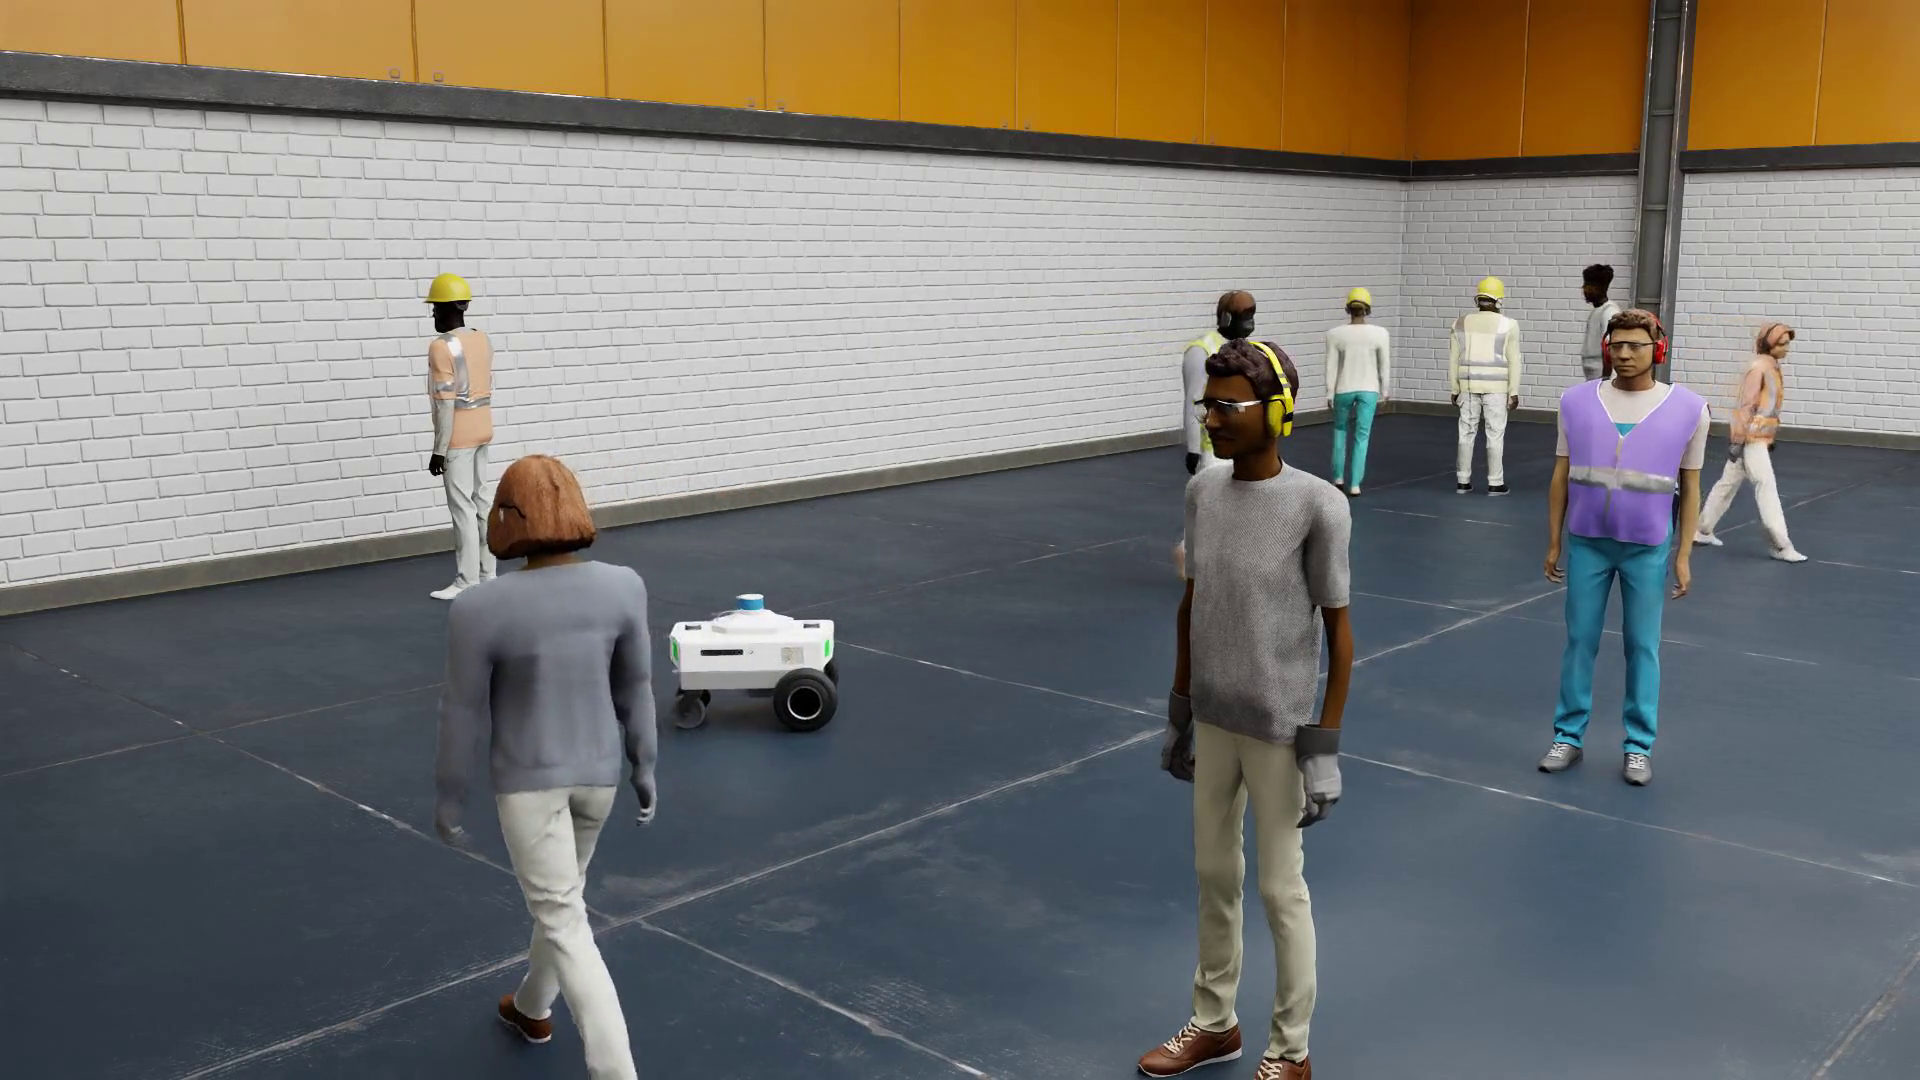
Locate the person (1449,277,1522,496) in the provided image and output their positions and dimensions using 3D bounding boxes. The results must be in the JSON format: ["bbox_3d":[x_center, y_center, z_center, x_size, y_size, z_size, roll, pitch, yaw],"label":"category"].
[{"bbox_3d":[4.423,-1.287,13.999,0.600,1.831,0.404,7,12,34],"label":"person"}]

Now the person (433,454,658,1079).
[{"bbox_3d":[-0.985,0.585,4.035,0.515,1.587,0.873,-8,13,-40],"label":"person"}]

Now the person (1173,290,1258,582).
[{"bbox_3d":[1.583,-0.565,9.894,0.649,1.830,0.490,-7,12,-36],"label":"person"}]

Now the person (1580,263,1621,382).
[{"bbox_3d":[5.452,-1.372,14.190,0.431,1.947,0.646,2,10,10],"label":"person"}]

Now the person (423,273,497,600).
[{"bbox_3d":[-2.970,-0.607,9.862,0.370,1.927,0.588,2,10,10],"label":"person"}]

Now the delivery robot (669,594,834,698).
[{"bbox_3d":[-0.911,0.481,7.302,0.707,0.478,0.477,-1,10,-3],"label":"delivery robot"}]

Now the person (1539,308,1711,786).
[{"bbox_3d":[2.586,0.023,6.505,0.564,1.846,0.390,6,12,31],"label":"person"}]

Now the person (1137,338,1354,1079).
[{"bbox_3d":[0.692,0.454,3.985,0.309,1.868,0.534,-8,13,-39],"label":"person"}]

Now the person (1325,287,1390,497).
[{"bbox_3d":[3.353,-1.251,14.035,0.533,1.749,0.588,3,10,16],"label":"person"}]

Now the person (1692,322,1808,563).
[{"bbox_3d":[5.363,-0.673,11.215,0.805,1.586,0.559,7,12,35],"label":"person"}]
